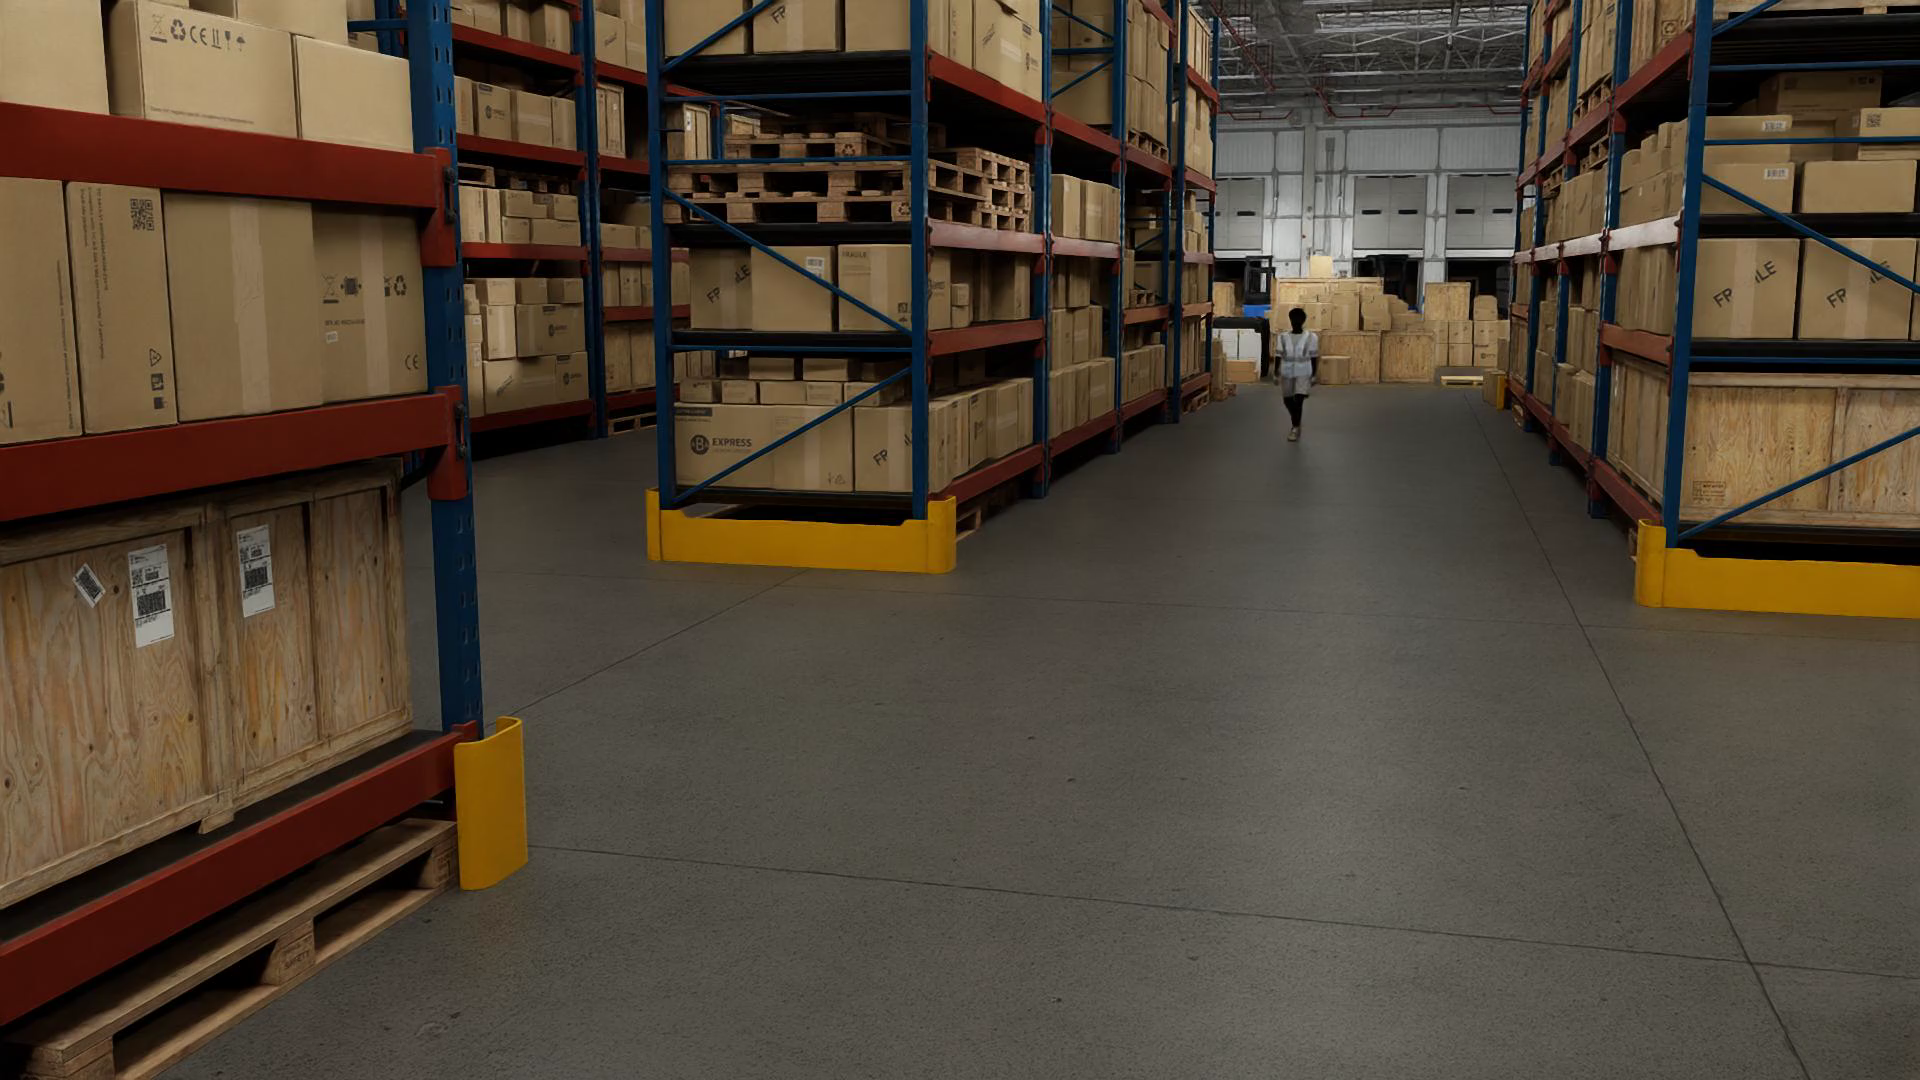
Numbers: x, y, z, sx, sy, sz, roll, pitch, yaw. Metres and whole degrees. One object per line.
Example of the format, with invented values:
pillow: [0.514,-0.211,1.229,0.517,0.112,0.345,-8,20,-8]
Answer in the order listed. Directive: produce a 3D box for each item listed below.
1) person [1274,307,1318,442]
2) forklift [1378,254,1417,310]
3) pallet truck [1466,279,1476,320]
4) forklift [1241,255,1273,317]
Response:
person: [4.223,-2.087,20.872,0.536,1.668,0.757,4,10,25]
forklift: [14.526,-8.207,55.916,1.129,2.768,1.873,-2,9,-11]
pallet truck: [18.896,-8.459,60.307,1.885,1.965,0.823,5,10,31]
forklift: [10.553,-8.661,58.801,1.129,2.768,1.873,2,9,15]
